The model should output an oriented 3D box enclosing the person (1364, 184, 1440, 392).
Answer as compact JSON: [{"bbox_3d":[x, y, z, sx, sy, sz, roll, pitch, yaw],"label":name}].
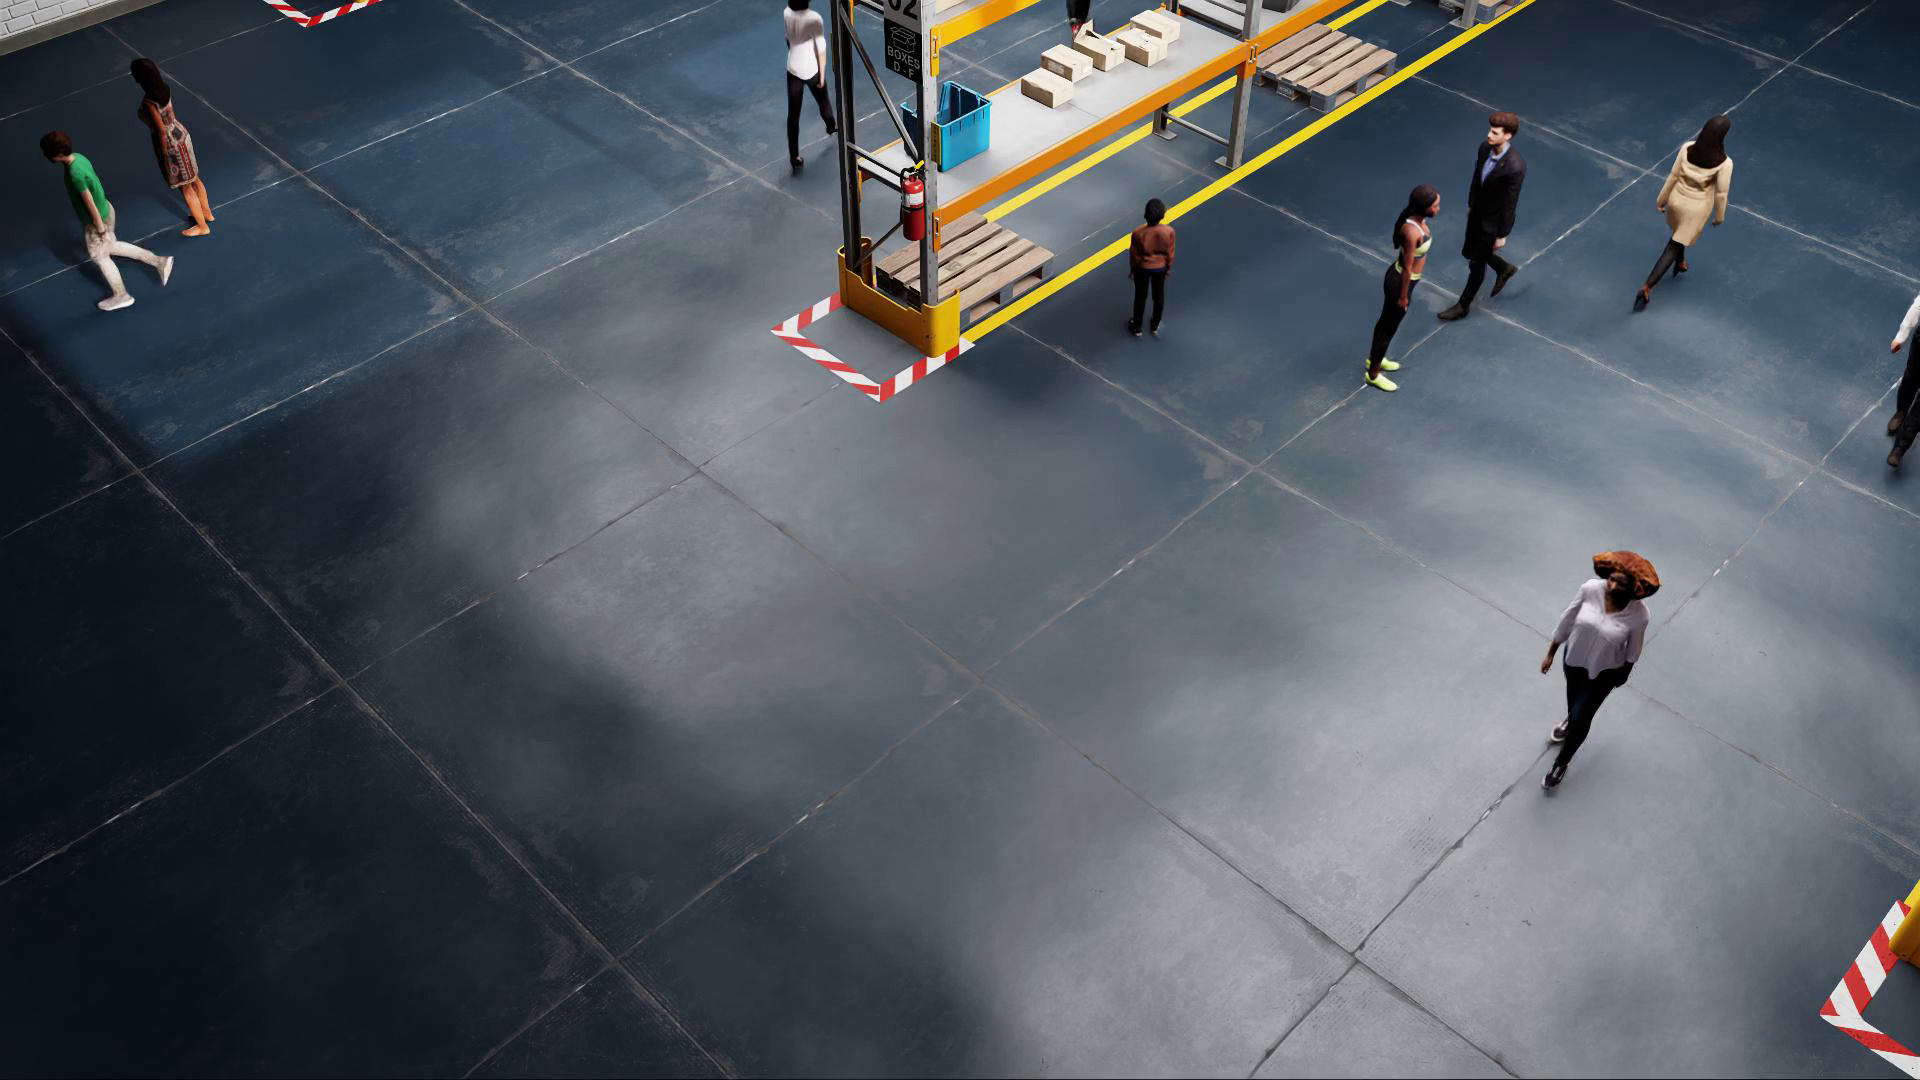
[{"bbox_3d":[3.380,-1.969,12.813,0.704,1.754,0.599,10,45,11],"label":"person"}]

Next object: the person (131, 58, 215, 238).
[{"bbox_3d":[-6.822,-3.417,14.412,0.754,1.645,0.719,-4,44,-4],"label":"person"}]

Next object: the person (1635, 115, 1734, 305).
[{"bbox_3d":[5.911,-2.651,13.615,1.079,1.635,0.736,-30,51,-28],"label":"person"}]

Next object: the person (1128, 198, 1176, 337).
[{"bbox_3d":[1.535,-2.206,13.423,0.581,1.254,0.658,-4,44,-4],"label":"person"}]

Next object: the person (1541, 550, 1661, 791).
[{"bbox_3d":[3.898,0.666,10.095,0.897,1.688,0.657,-30,51,-28],"label":"person"}]

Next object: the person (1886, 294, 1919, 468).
[{"bbox_3d":[7.226,-1.490,12.254,0.793,1.831,1.193,28,50,26],"label":"person"}]

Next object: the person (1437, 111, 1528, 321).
[{"bbox_3d":[4.346,-2.617,13.410,1.113,1.868,0.940,-18,46,-18],"label":"person"}]

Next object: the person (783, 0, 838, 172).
[{"bbox_3d":[-1.462,-4.189,15.154,0.895,1.738,1.195,17,46,17],"label":"person"}]

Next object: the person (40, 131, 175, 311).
[{"bbox_3d":[-6.961,-2.647,13.616,0.999,1.628,0.817,-13,45,-14],"label":"person"}]
